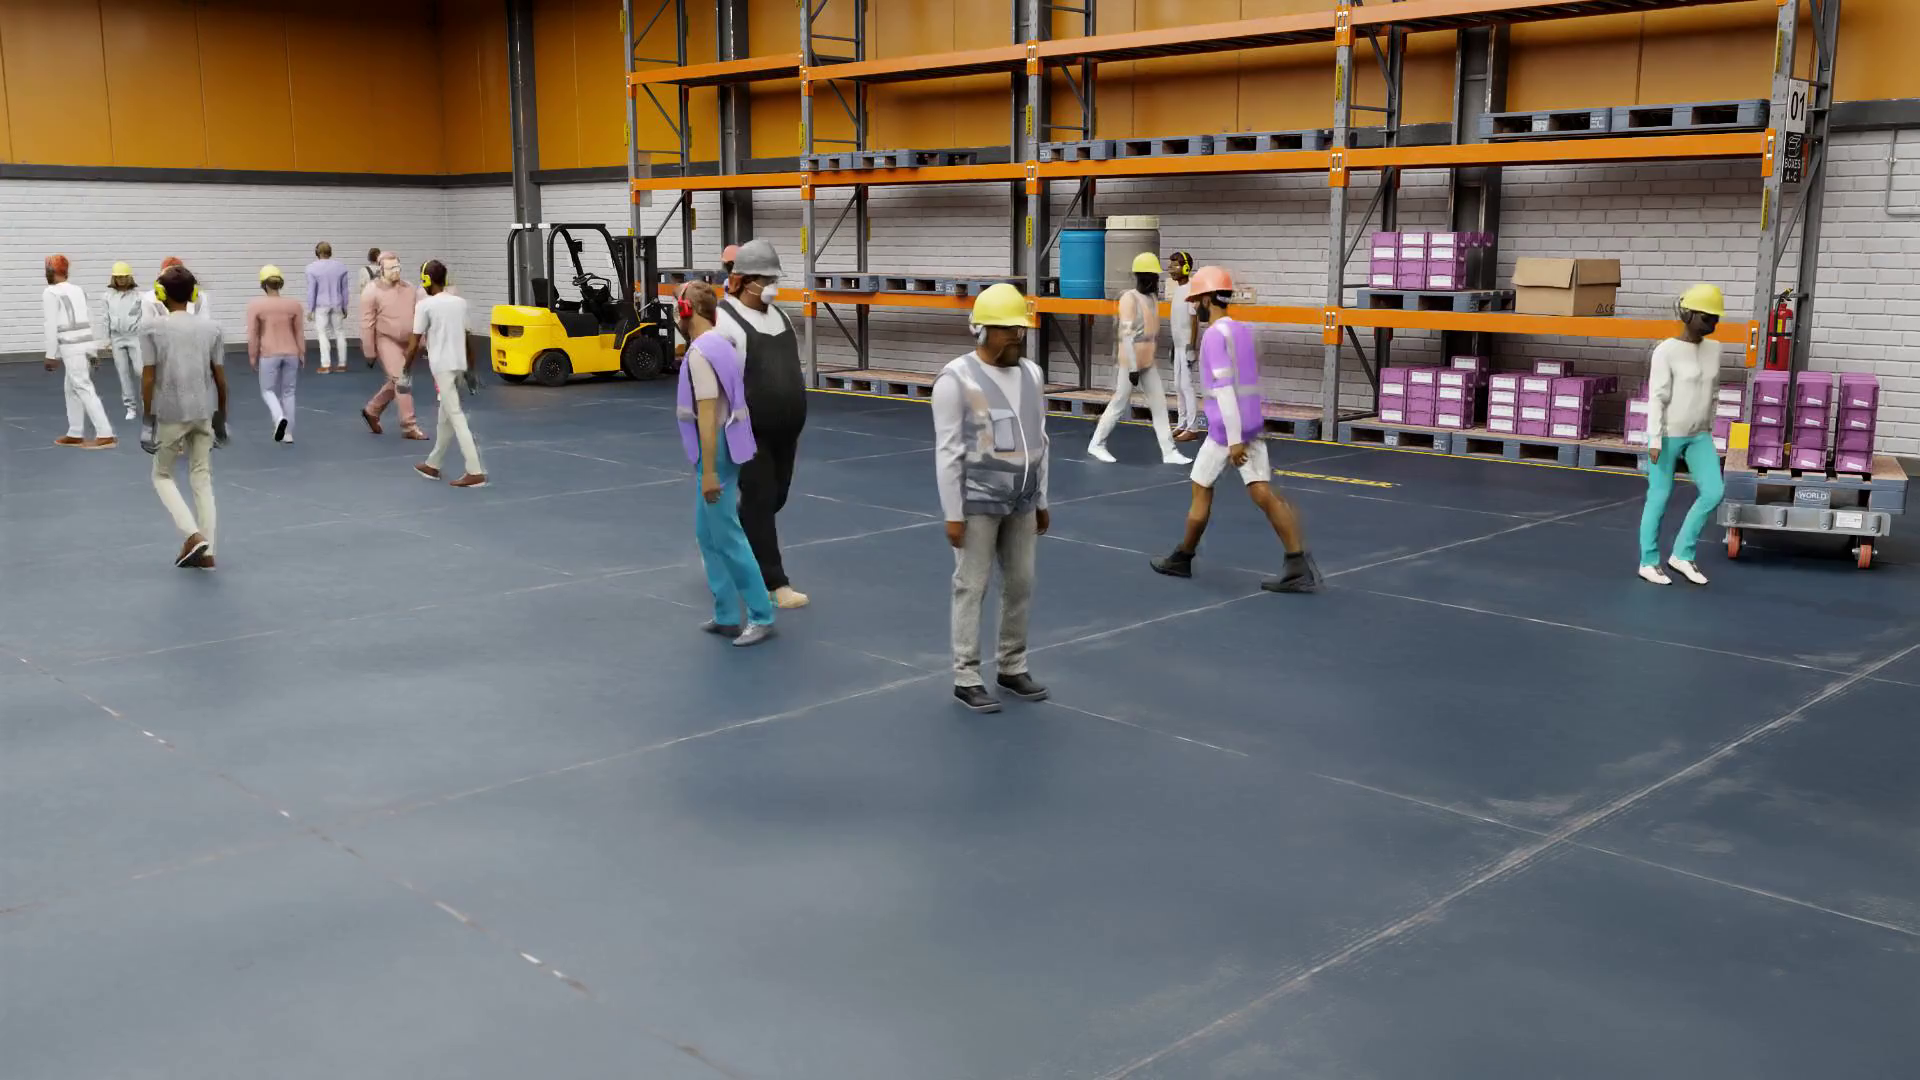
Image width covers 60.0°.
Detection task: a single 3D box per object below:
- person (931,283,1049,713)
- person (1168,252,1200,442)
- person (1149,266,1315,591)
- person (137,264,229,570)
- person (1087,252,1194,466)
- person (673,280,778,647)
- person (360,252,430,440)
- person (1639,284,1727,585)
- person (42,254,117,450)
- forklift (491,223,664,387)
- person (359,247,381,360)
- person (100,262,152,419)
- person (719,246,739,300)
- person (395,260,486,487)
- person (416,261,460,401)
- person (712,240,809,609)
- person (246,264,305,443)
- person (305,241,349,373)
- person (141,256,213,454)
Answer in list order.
[{"bbox_3d":[0.150,-0.176,7.109,0.590,1.824,0.403,-9,13,-39],"label":"person"},{"bbox_3d":[2.197,-1.899,16.407,0.320,1.861,0.515,-2,11,-13],"label":"person"},{"bbox_3d":[1.610,-0.640,9.588,1.071,1.855,0.552,8,13,38],"label":"person"},{"bbox_3d":[-4.683,-0.726,10.017,0.389,1.852,0.548,10,14,42],"label":"person"},{"bbox_3d":[1.566,-1.598,14.723,1.004,1.879,0.607,8,13,36],"label":"person"},{"bbox_3d":[-1.160,-0.372,8.253,0.518,1.811,0.612,0,10,-2],"label":"person"},{"bbox_3d":[-5.704,-1.942,16.623,0.919,1.869,0.645,5,11,24],"label":"person"},{"bbox_3d":[4.172,-0.590,9.555,0.560,1.740,0.522,-4,11,-21],"label":"person"},{"bbox_3d":[-8.407,-1.783,15.843,0.692,1.851,0.594,0,10,0],"label":"person"},{"bbox_3d":[-5.316,-3.263,22.920,2.313,2.155,1.214,-10,14,-44],"label":"forklift"},{"bbox_3d":[-9.244,-3.729,26.451,0.517,1.831,0.467,-1,10,-8],"label":"person"},{"bbox_3d":[-9.158,-2.185,18.292,0.482,1.733,0.378,-2,11,-12],"label":"person"},{"bbox_3d":[-2.643,-2.497,19.551,0.988,1.885,0.551,6,12,32],"label":"person"},{"bbox_3d":[-4.240,-1.344,13.469,0.947,1.813,0.551,5,12,26],"label":"person"},{"bbox_3d":[-6.436,-2.606,20.615,0.532,1.725,0.883,-4,11,-21],"label":"person"},{"bbox_3d":[-1.176,-0.671,9.205,0.859,2.000,0.687,7,12,33],"label":"person"},{"bbox_3d":[-6.566,-1.778,16.048,0.531,1.750,0.554,-8,13,-36],"label":"person"},{"bbox_3d":[-9.289,-3.418,24.461,0.634,1.938,0.355,-10,14,-44],"label":"person"},{"bbox_3d":[-7.084,-1.651,15.112,0.595,1.847,0.962,-10,14,-43],"label":"person"}]
